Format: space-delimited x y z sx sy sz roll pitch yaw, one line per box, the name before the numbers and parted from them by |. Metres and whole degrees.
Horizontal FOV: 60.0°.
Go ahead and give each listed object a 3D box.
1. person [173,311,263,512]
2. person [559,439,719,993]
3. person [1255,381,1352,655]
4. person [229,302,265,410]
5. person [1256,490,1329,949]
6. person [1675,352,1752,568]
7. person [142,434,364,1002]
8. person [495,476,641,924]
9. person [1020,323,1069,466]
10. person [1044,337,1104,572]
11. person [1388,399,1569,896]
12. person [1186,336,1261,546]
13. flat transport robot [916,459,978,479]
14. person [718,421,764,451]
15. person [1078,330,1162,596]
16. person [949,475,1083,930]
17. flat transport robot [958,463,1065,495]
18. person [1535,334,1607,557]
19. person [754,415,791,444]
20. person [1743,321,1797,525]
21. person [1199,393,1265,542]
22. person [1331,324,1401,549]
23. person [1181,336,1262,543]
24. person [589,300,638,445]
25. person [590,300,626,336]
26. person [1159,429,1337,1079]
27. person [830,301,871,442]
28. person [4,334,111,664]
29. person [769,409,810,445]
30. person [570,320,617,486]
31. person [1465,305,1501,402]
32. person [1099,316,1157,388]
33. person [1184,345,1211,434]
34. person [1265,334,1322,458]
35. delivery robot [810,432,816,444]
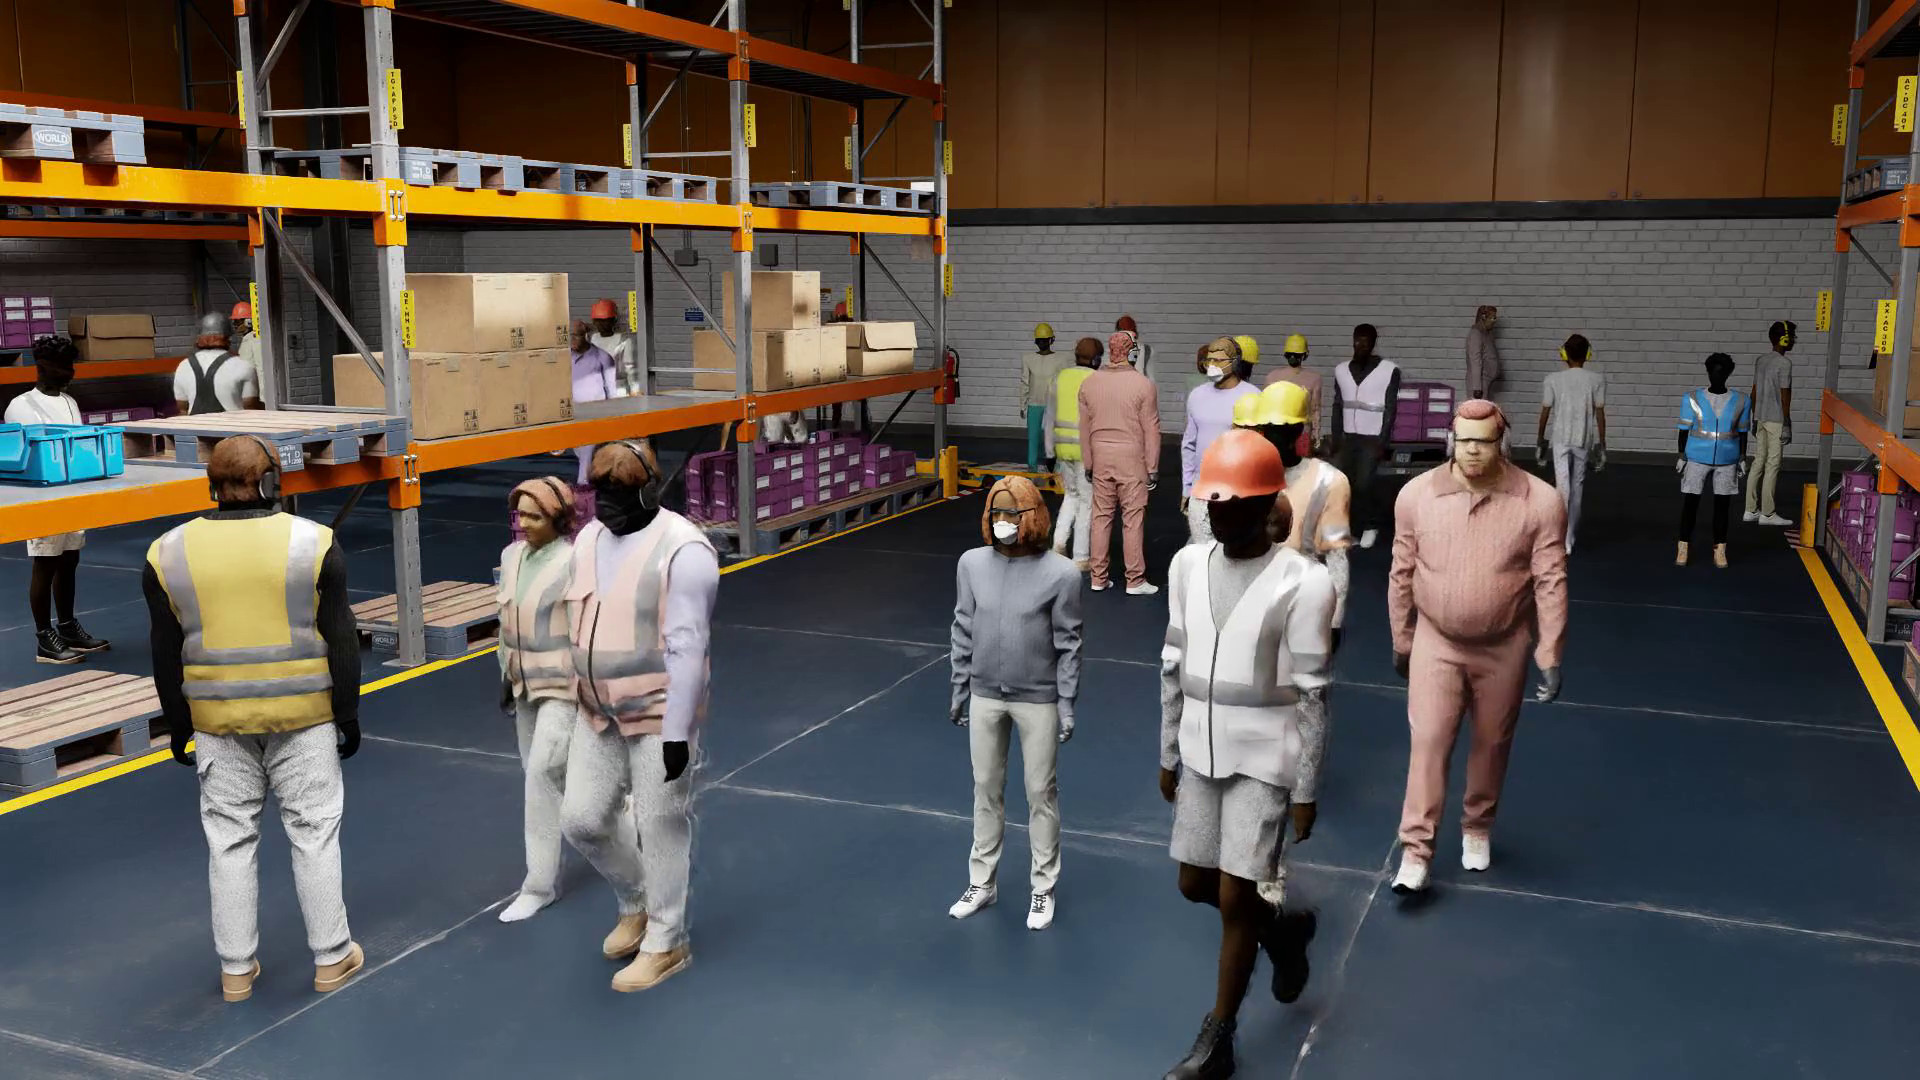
person | -5.947 -0.849 13.387 0.688 2.000 0.836 2 10 10
person | -1.056 0.575 5.444 0.625 1.819 0.441 6 11 33
person | 1.402 0.251 7.213 0.600 1.881 0.998 5 11 27
person | -7.349 -1.473 17.305 0.395 1.994 0.612 -7 12 -35
person | 1.083 0.578 6.109 0.524 1.597 0.886 2 10 11
person | 5.898 -0.623 13.048 0.540 1.697 0.317 3 10 17
person | -2.249 0.575 5.380 0.620 1.838 0.430 -2 10 -12
person | -1.462 0.550 6.189 0.522 1.612 0.699 8 12 41
person | 0.894 -1.423 17.695 0.530 1.767 0.328 2 10 13
person | 0.958 -0.652 12.869 0.643 1.824 0.430 8 12 41
person | 1.921 0.417 6.232 0.662 1.861 0.969 3 10 19
person | 1.800 -0.455 11.449 0.598 1.893 0.795 7 12 36
flat transport robot | -0.554 -0.767 18.239 1.431 0.197 0.652 5 11 27
person | -2.517 -1.804 19.614 0.622 1.883 0.803 7 12 36
person | 1.171 -0.548 11.973 0.646 1.908 0.408 7 11 35
person | 0.192 0.578 5.971 0.497 1.633 0.283 4 10 23
flat transport robot | 0.739 -0.661 17.598 1.431 0.197 0.652 6 11 33
person | 5.036 -0.780 13.703 0.538 1.813 0.993 2 10 13
person | -2.161 -1.542 18.834 0.644 1.615 0.551 -7 12 -36
person | 7.455 -1.071 15.254 0.310 1.868 0.532 -1 9 -8
person | 1.445 0.133 8.337 0.492 1.742 0.321 0 9 1
person | 3.339 -0.846 13.817 0.615 1.891 0.504 9 13 43
person | 1.619 -0.283 10.266 0.631 1.940 0.372 9 13 44
person | -3.709 -1.465 17.230 0.615 2.006 0.924 4 10 23
person | -4.982 -2.492 23.829 1.033 1.879 0.553 9 13 43
person | 0.850 0.618 4.870 0.557 1.919 0.735 9 13 44
person | -1.537 -2.114 21.449 0.885 1.897 0.574 1 9 5
person | -5.416 -0.248 9.989 0.379 1.959 0.602 0 9 0
person | -1.712 -1.341 17.030 0.960 1.818 0.649 -9 13 -43
person | -3.655 -1.201 16.100 0.671 1.859 1.016 2 10 14
person | 6.209 -1.836 19.791 0.409 1.904 0.640 4 10 22
person | 1.694 -1.390 17.264 0.611 1.832 0.976 -3 10 -17
person | 2.406 -1.071 16.024 0.507 1.615 0.349 2 10 10
person | 2.983 -0.962 14.915 0.524 1.764 0.329 0 9 -2
delivery robot | -1.575 -0.924 18.048 0.707 0.478 0.477 -4 10 -22
